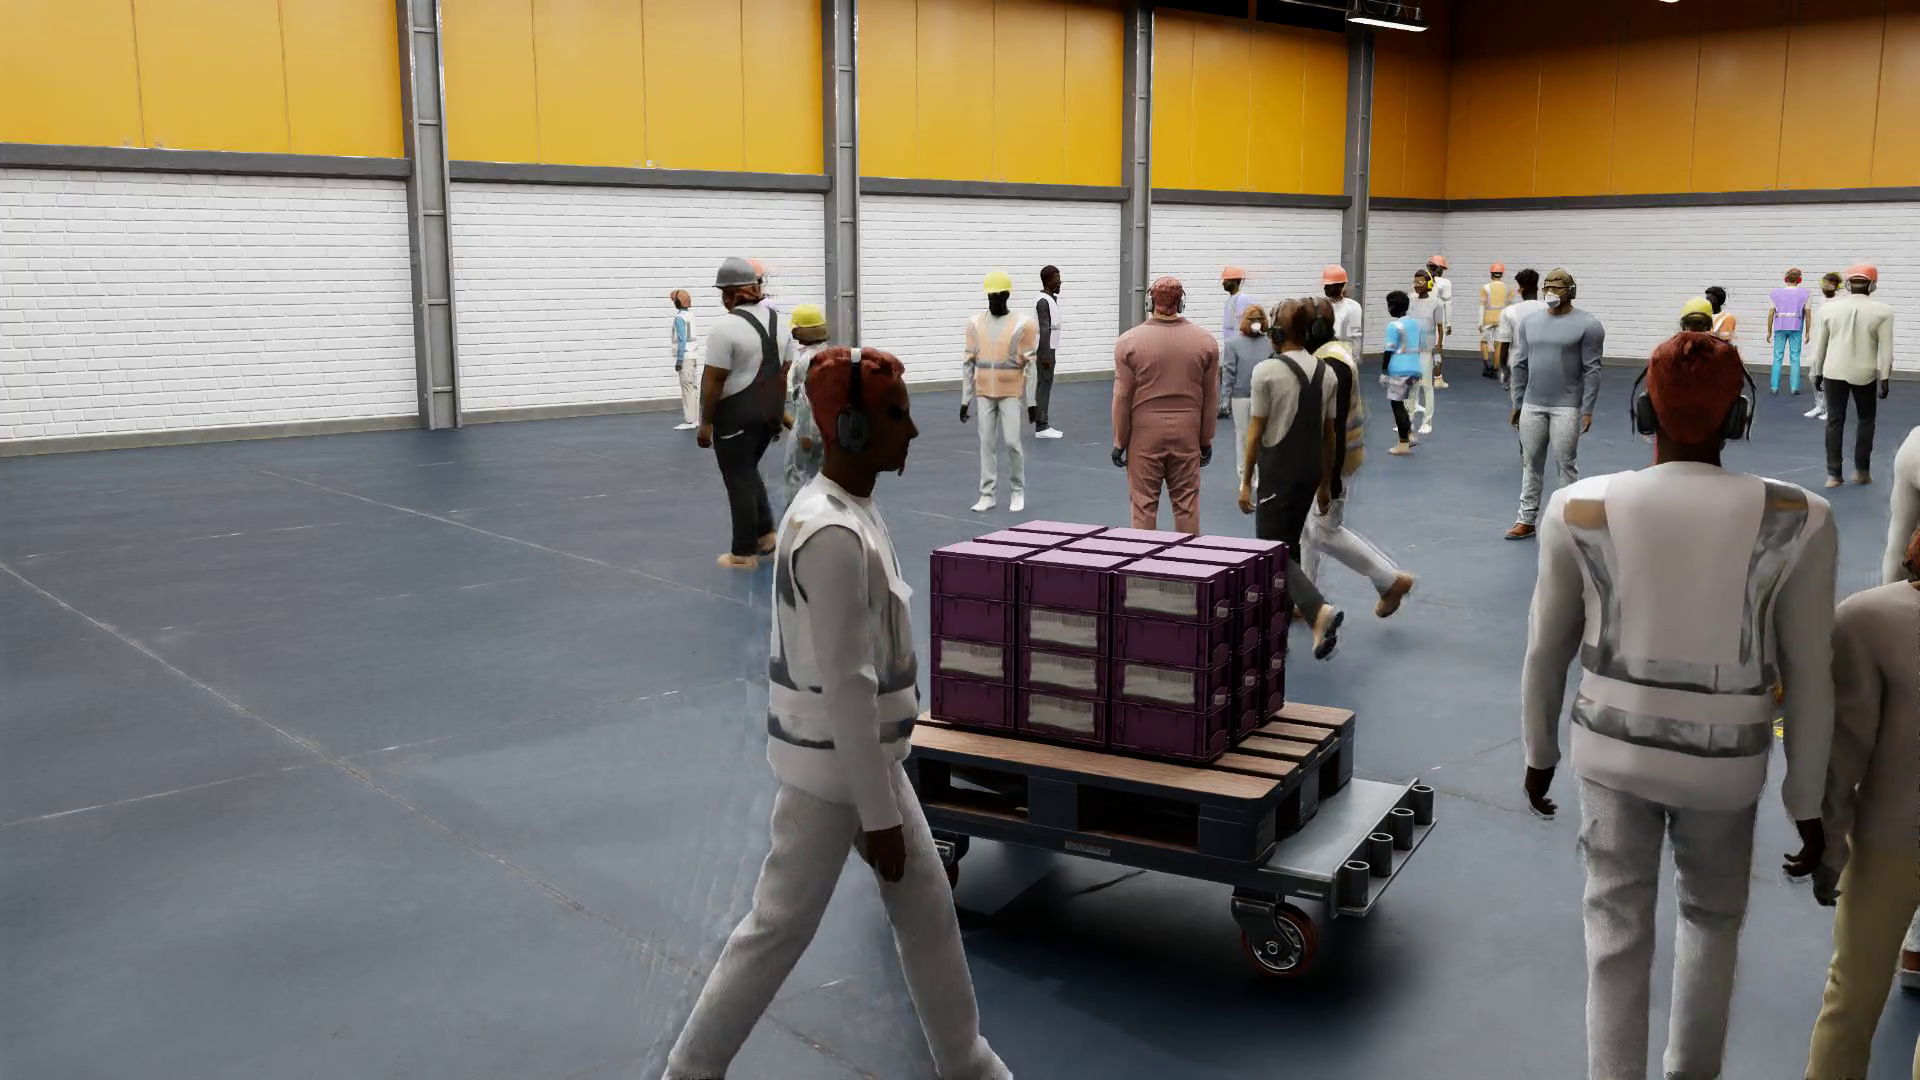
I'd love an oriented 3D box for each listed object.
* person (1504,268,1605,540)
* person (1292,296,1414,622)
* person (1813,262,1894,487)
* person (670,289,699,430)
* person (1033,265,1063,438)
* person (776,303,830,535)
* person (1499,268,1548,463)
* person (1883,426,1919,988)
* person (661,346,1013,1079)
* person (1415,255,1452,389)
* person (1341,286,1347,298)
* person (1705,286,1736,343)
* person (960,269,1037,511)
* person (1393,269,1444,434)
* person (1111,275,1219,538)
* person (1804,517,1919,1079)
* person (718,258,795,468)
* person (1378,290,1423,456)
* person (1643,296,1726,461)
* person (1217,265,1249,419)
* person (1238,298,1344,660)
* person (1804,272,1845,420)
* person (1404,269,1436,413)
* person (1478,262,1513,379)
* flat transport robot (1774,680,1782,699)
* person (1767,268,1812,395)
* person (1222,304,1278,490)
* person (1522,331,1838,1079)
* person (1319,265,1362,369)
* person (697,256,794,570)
[{"bbox_3d":[4.181,-0.938,11.727,0.627,1.940,0.371,9,13,43],"label":"person"},{"bbox_3d":[2.064,-0.413,9.027,0.715,1.818,0.644,1,10,5],"label":"person"},{"bbox_3d":[7.896,-1.459,14.701,0.647,1.962,0.753,7,12,35],"label":"person"},{"bbox_3d":[-3.209,-2.100,19.418,0.315,1.636,0.514,1,10,5],"label":"person"},{"bbox_3d":[0.968,-2.102,18.604,0.393,1.919,0.589,1,10,6],"label":"person"},{"bbox_3d":[-1.016,-0.808,11.644,0.712,1.700,0.503,3,10,19],"label":"person"},{"bbox_3d":[5.594,-1.696,16.279,0.640,1.917,1.025,4,11,24],"label":"person"},{"bbox_3d":[2.945,0.290,4.723,1.043,1.881,0.645,-9,13,-43],"label":"person"},{"bbox_3d":[-0.267,0.491,3.683,0.976,1.837,0.591,0,10,1],"label":"person"},{"bbox_3d":[7.258,-3.331,25.467,0.605,2.033,0.392,9,13,43],"label":"person"},{"bbox_3d":[5.668,-3.011,24.892,0.520,1.590,0.872,6,12,33],"label":"person"},{"bbox_3d":[8.546,-2.050,19.017,0.630,1.677,0.538,-4,10,-20],"label":"person"},{"bbox_3d":[0.312,-1.177,13.198,0.617,1.933,0.380,4,11,23],"label":"person"},{"bbox_3d":[5.274,-2.151,19.031,0.336,1.873,0.521,-9,13,-42],"label":"person"},{"bbox_3d":[1.206,-0.608,9.892,0.645,1.908,0.408,-2,10,-9],"label":"person"},{"bbox_3d":[1.992,0.640,3.382,0.503,1.632,0.274,1,10,8],"label":"person"},{"bbox_3d":[-1.807,-1.668,15.825,0.924,2.017,0.620,-1,10,-7],"label":"person"},{"bbox_3d":[4.498,-1.694,16.909,0.580,1.667,0.392,-8,13,-40],"label":"person"},{"bbox_3d":[4.912,-0.766,11.253,0.546,1.747,0.443,6,11,32],"label":"person"},{"bbox_3d":[3.474,-2.438,20.580,0.749,1.918,0.547,-2,10,-11],"label":"person"},{"bbox_3d":[1.703,-0.282,8.280,0.532,1.817,0.751,-6,11,-30],"label":"person"},{"bbox_3d":[10.735,-2.384,20.509,0.515,1.828,0.540,-3,10,-14],"label":"person"},{"bbox_3d":[5.949,-2.564,21.521,0.490,1.853,0.369,-8,12,-38],"label":"person"},{"bbox_3d":[8.807,-3.610,27.417,0.547,1.924,0.413,1,10,4],"label":"person"},{"bbox_3d":[4.208,0.638,7.379,0.652,0.197,1.431,-8,13,-41],"label":"flat transport robot"},{"bbox_3d":[12.112,-3.042,24.316,0.568,1.843,0.374,6,11,31],"label":"person"},{"bbox_3d":[2.482,-1.192,14.150,0.518,1.610,0.553,1,10,4],"label":"person"},{"bbox_3d":[1.556,0.477,3.655,0.615,1.859,0.744,4,11,24],"label":"person"},{"bbox_3d":[3.767,-1.805,16.822,0.546,1.934,0.376,6,12,33],"label":"person"},{"bbox_3d":[-1.430,-0.820,10.741,0.536,2.000,0.695,6,11,30],"label":"person"}]
